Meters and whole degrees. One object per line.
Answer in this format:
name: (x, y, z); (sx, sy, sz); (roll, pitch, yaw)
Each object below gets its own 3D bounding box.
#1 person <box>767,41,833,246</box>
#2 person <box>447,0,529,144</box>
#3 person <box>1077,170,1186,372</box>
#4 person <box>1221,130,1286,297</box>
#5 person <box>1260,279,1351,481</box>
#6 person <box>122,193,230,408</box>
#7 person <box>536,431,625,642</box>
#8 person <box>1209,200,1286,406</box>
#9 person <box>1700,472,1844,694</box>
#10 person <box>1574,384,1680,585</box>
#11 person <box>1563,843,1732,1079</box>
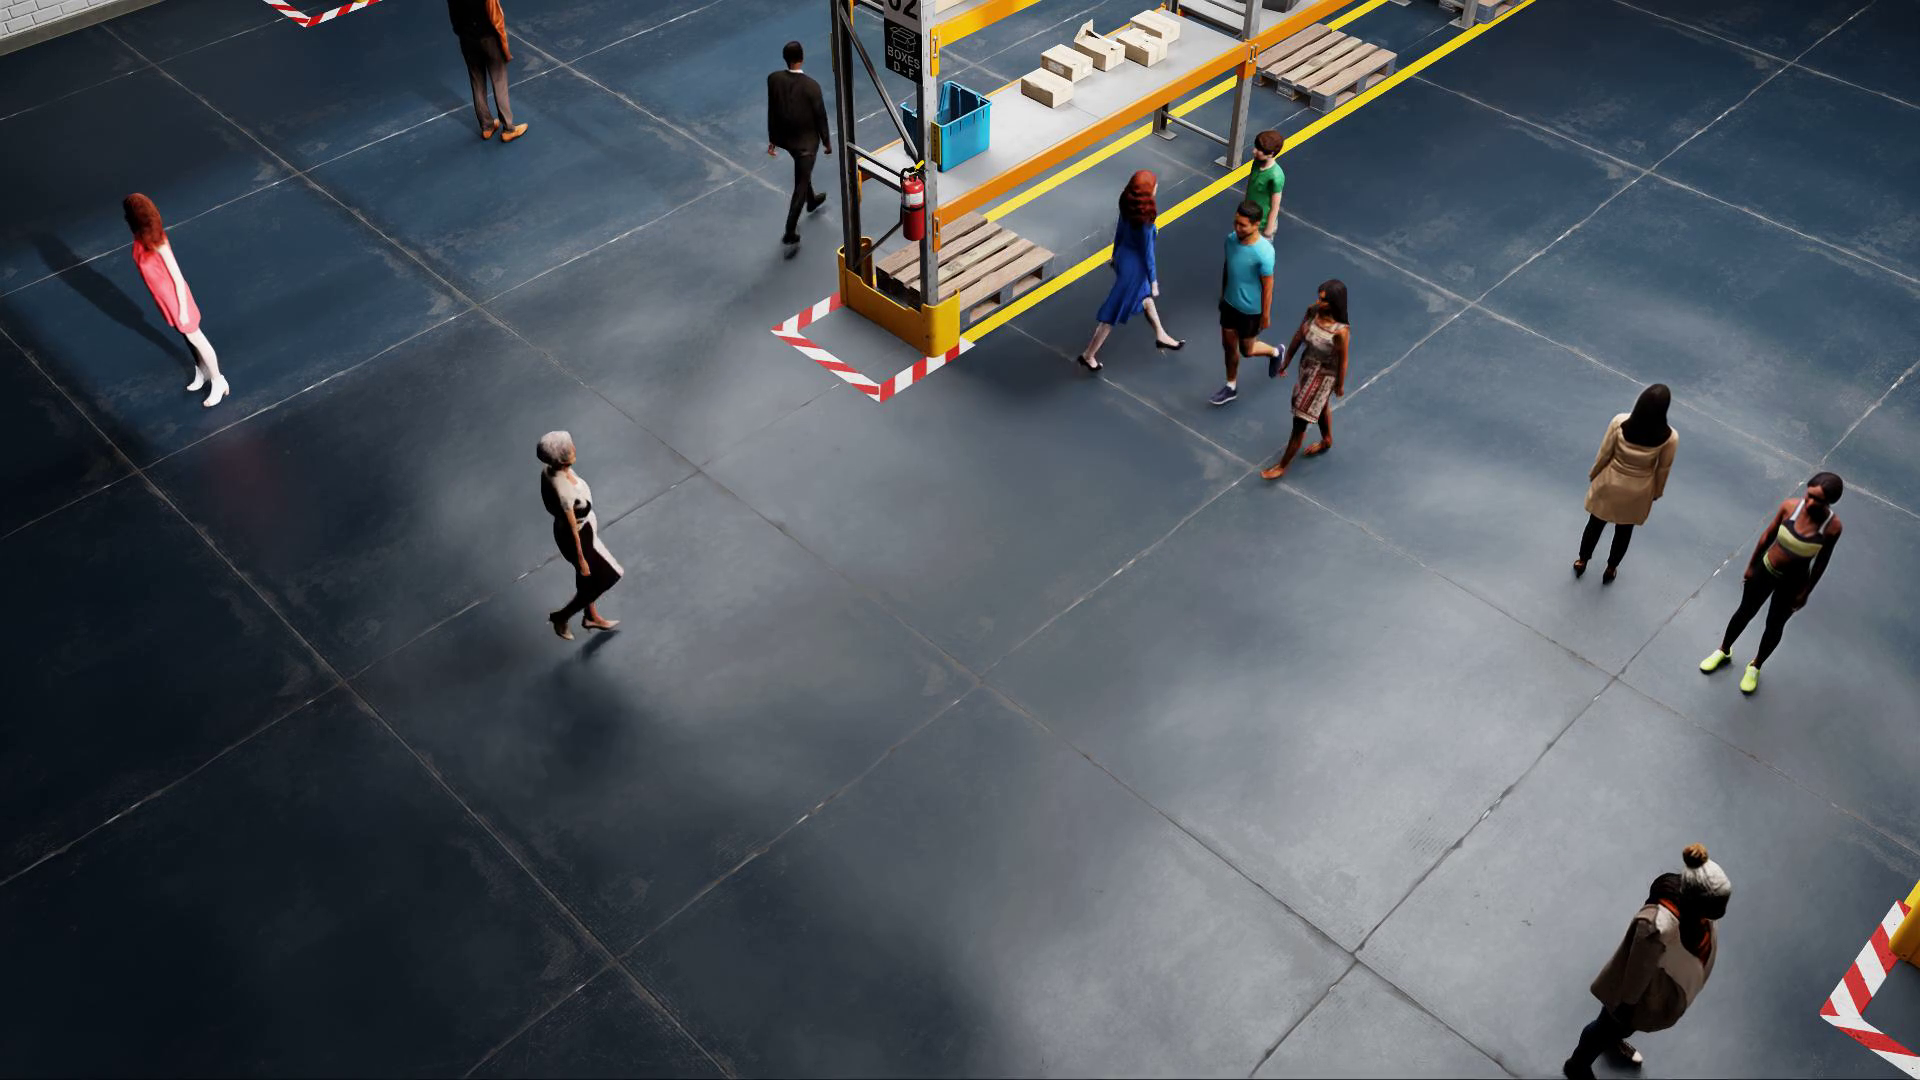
person: (-1.418, -3.364, 14.277); (0.976, 1.754, 1.291); (17, 46, 17)
person: (-4.463, -4.629, 15.494); (0.785, 1.908, 0.781); (12, 45, 12)
person: (1.239, -1.997, 12.834); (1.242, 1.766, 1.000); (-11, 45, -12)
person: (2.447, -2.600, 13.550); (0.655, 1.651, 0.660); (-15, 46, -15)
person: (2.686, -1.234, 12.142); (1.059, 1.615, 0.835); (-18, 47, -18)
person: (-5.958, -1.833, 12.617); (0.501, 1.828, 0.595); (-33, 53, -30)
person: (-2.553, 0.035, 10.718); (0.915, 1.742, 0.821); (-13, 45, -13)
person: (2.225, -1.824, 12.657); (0.957, 1.759, 0.738); (-31, 52, -28)
person: (5.181, 0.237, 10.496); (0.560, 1.755, 0.512); (32, 52, 29)
person: (4.468, -0.364, 11.180); (0.699, 1.682, 0.647); (18, 46, 18)
person: (3.472, 2.154, 8.385); (0.585, 1.892, 0.750); (-33, 53, -30)
